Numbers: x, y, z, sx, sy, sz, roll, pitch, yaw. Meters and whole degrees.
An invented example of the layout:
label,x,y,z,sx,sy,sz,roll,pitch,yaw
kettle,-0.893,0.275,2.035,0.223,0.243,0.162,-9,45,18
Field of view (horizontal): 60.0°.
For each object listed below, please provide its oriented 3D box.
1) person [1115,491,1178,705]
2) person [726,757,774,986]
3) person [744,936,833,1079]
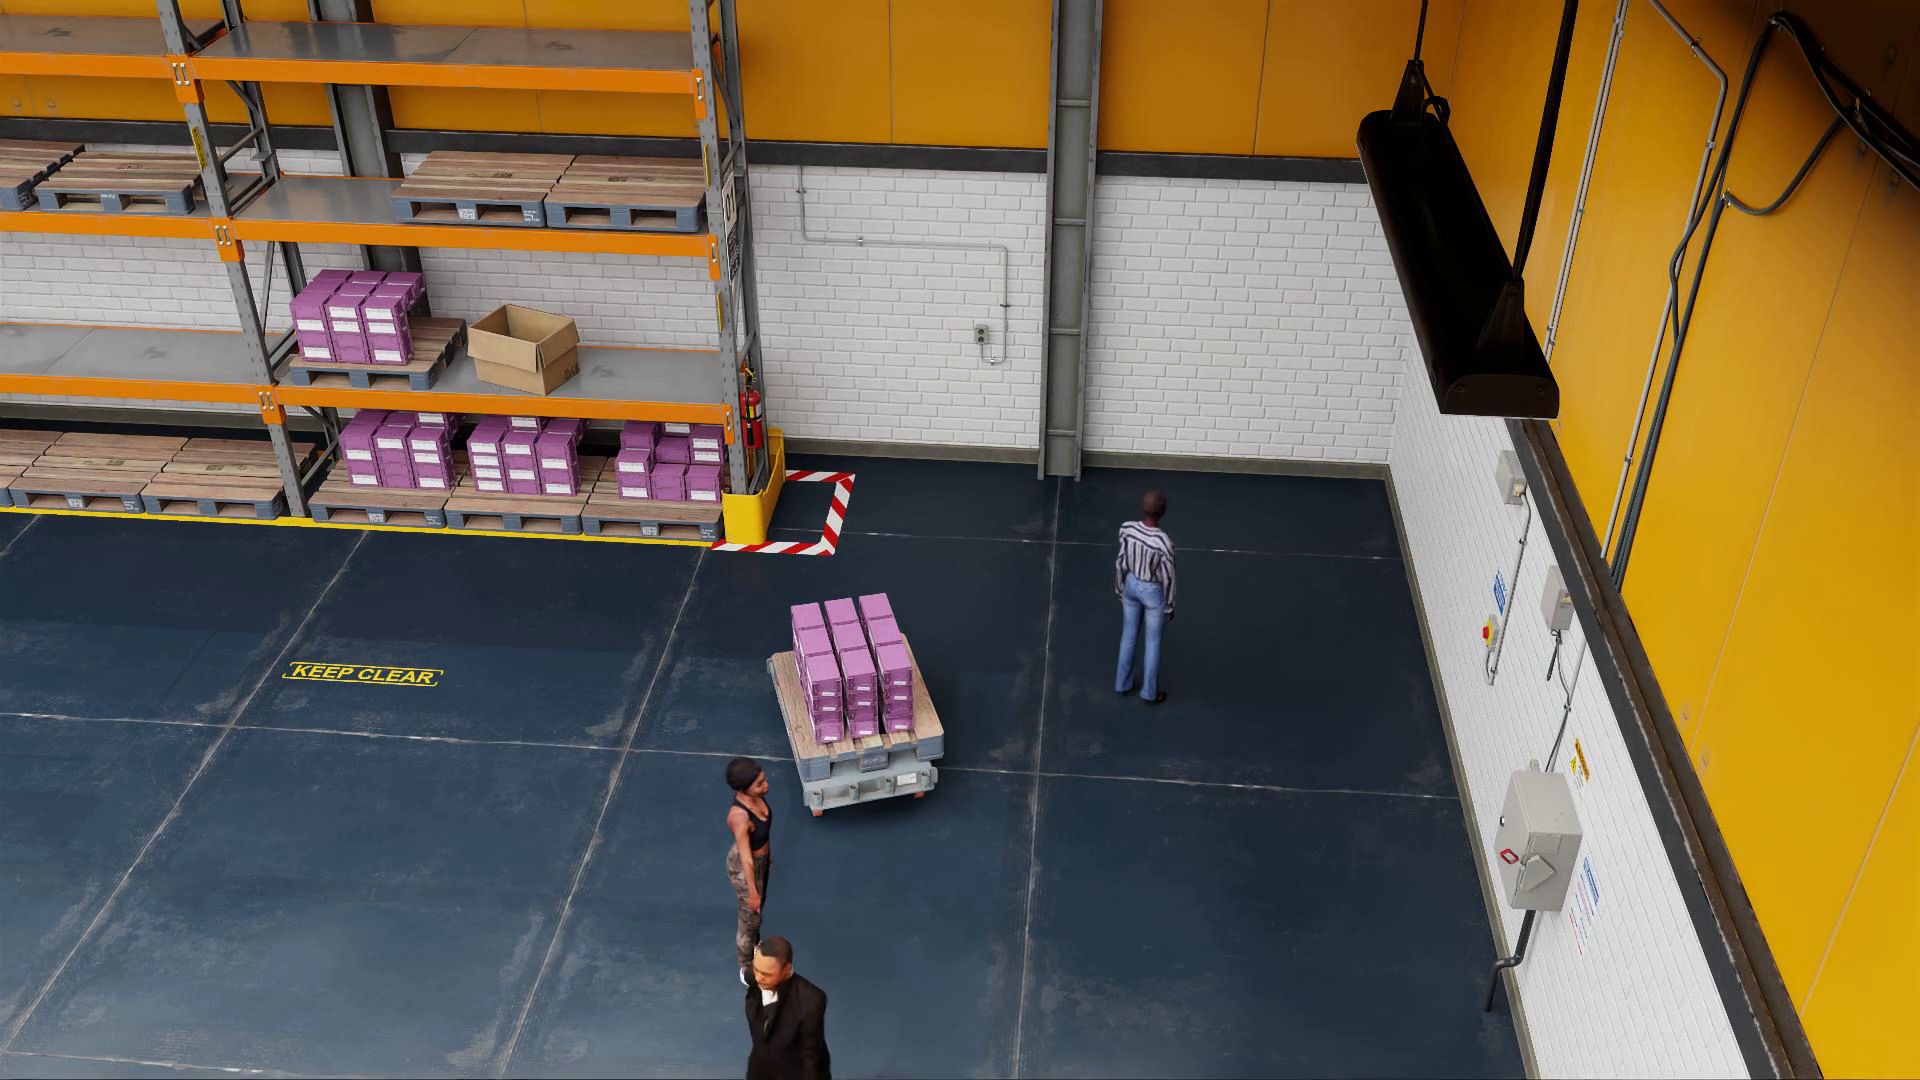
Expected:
label,x,y,z,sx,sy,sz,roll,pitch,yaw
person,1.353,0.426,12.166,0.672,1.794,0.779,23,40,31
person,-1.241,1.961,9.943,0.505,1.699,0.571,3,34,5
person,-0.818,2.691,8.678,1.025,1.883,1.020,20,38,27
